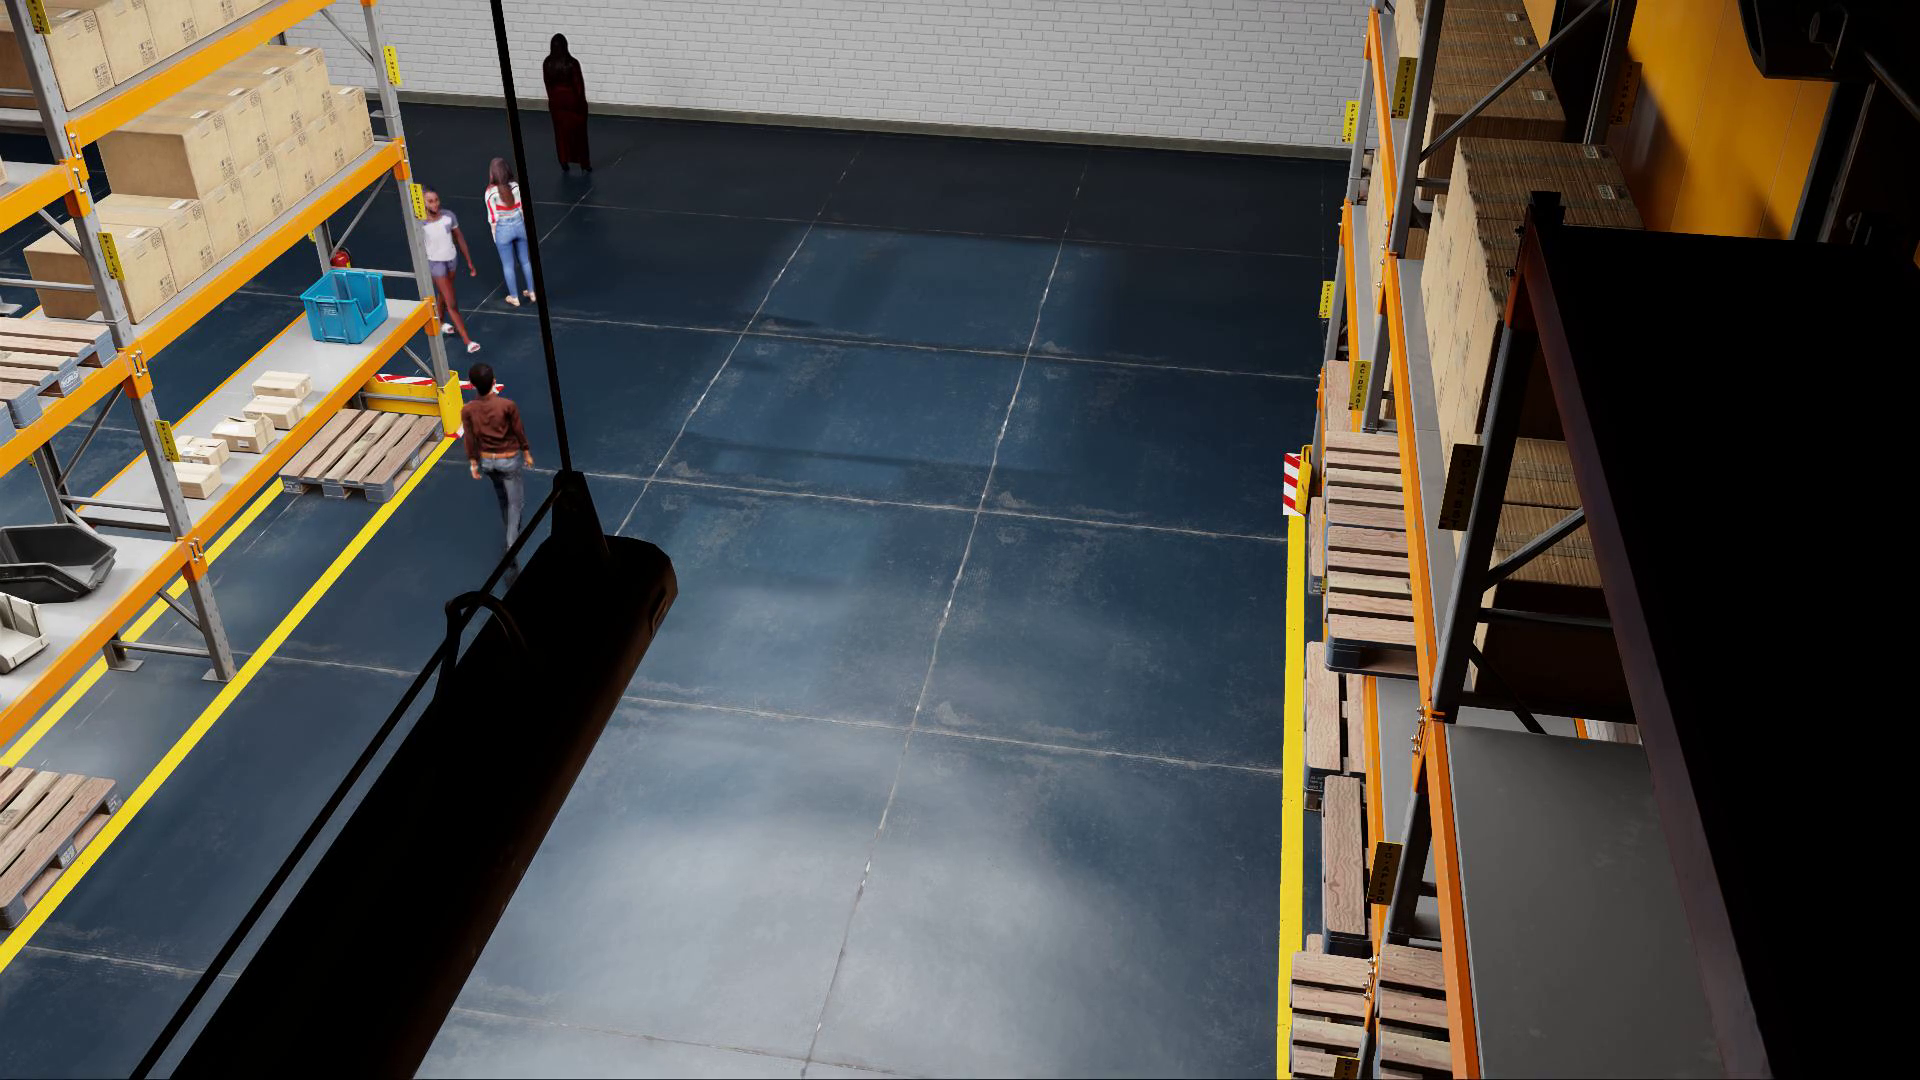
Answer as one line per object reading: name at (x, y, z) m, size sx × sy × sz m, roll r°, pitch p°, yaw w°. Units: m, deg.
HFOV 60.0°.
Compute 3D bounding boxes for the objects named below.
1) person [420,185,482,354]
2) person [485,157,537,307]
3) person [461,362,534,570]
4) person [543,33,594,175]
person at (-5.266, -2.778, 16.850) m, size 1.138 × 1.669 × 1.201 m, roll 29°, pitch 43°, yaw 36°
person at (-4.764, -3.285, 17.665) m, size 0.649 × 1.611 × 0.707 m, roll -21°, pitch 39°, yaw -28°
person at (-3.723, -0.577, 13.466) m, size 0.776 × 1.749 × 1.148 m, roll 0°, pitch 34°, yaw 0°
person at (-4.909, -5.449, 20.790) m, size 0.647 × 1.757 × 0.578 m, roll 5°, pitch 34°, yaw 8°
